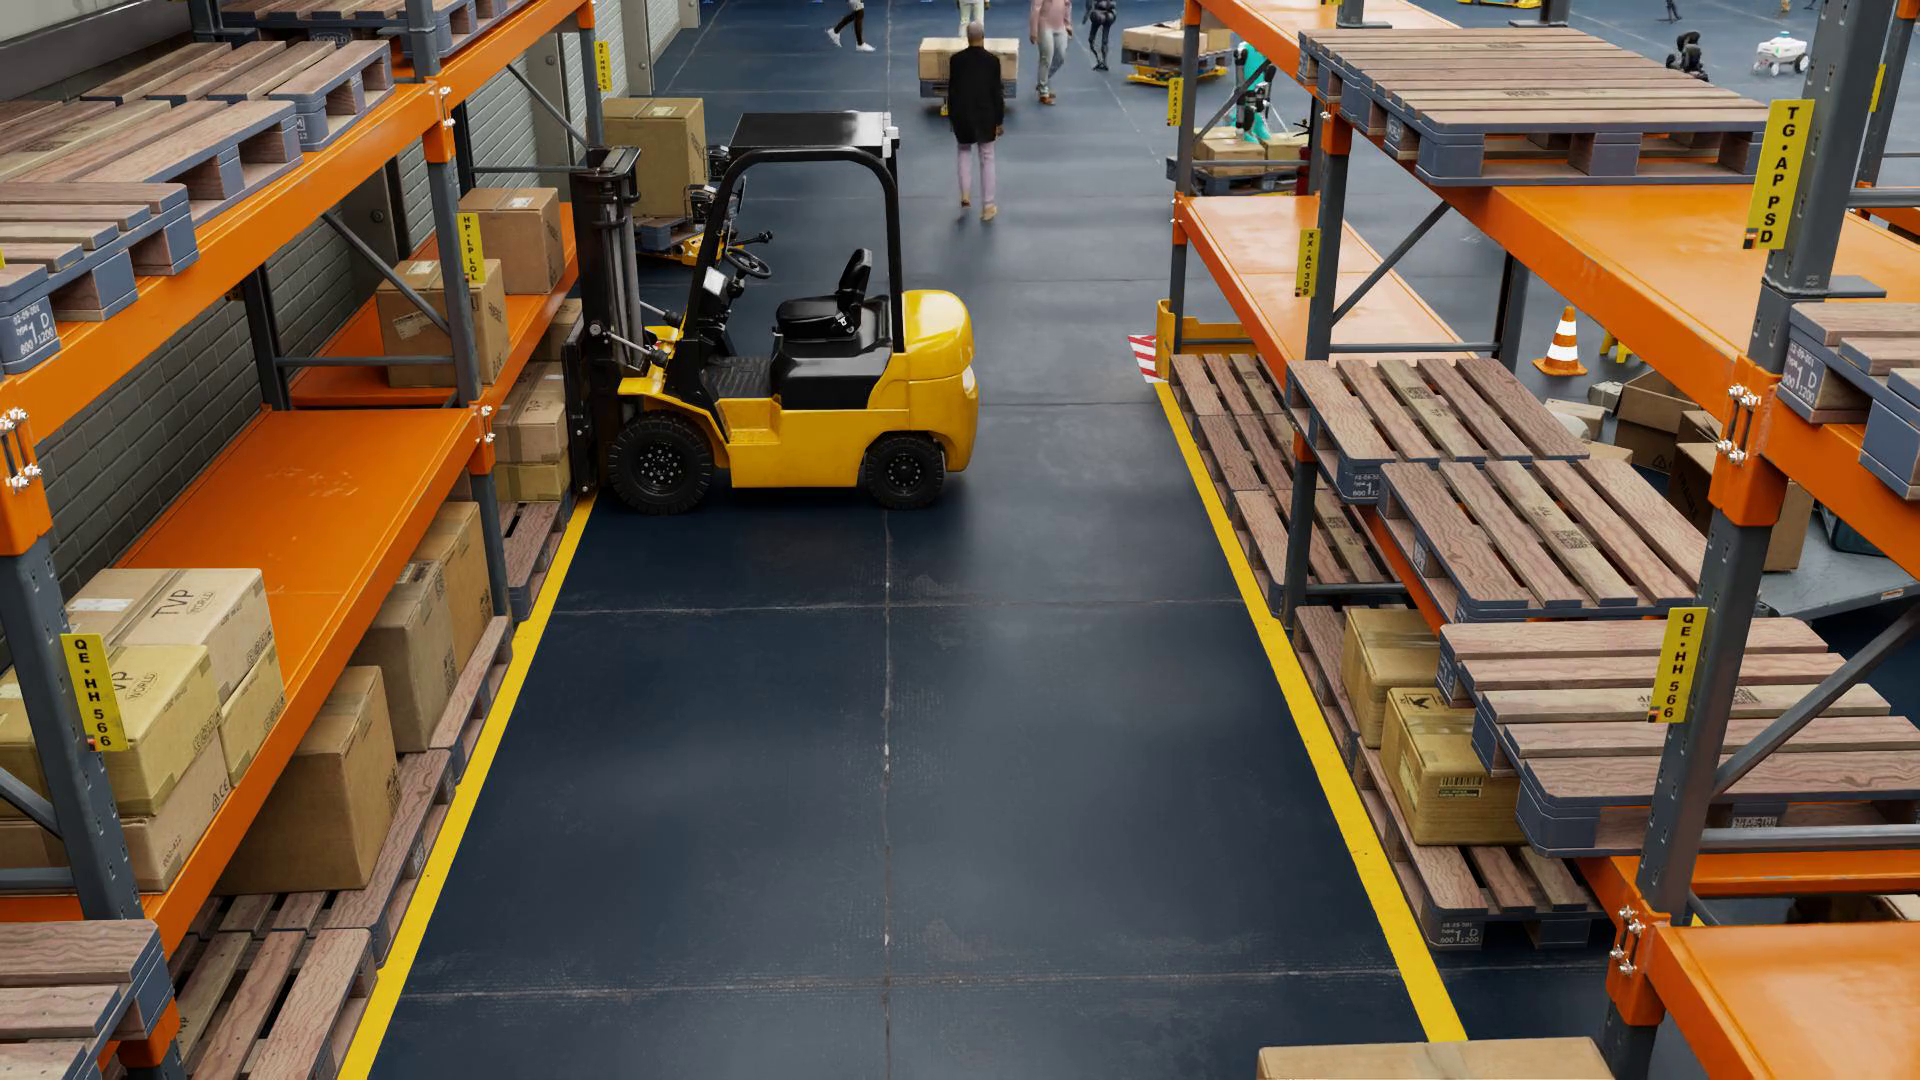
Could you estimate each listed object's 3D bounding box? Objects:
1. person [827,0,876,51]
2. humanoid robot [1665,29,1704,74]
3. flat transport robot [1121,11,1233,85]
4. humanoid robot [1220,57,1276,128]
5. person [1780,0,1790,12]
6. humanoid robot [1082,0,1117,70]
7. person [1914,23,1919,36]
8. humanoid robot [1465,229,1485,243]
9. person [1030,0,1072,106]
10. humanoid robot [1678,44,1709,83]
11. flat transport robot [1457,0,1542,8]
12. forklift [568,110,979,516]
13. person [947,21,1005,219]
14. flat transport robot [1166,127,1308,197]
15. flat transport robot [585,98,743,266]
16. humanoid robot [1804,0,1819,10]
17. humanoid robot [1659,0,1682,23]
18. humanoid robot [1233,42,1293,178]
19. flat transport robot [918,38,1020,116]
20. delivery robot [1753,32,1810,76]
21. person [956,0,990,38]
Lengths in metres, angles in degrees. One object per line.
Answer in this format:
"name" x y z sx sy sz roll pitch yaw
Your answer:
"person" -1.647 -8.329 25.053 0.655 1.875 0.557 2 25 4
"humanoid robot" 7.303 -4.351 16.872 0.449 1.637 0.608 -10 27 -19
"flat transport robot" 3.021 -6.515 23.100 0.659 0.231 1.431 23 34 40
"humanoid robot" 2.969 -4.642 17.445 0.684 1.822 0.538 -5 26 -11
"person" 14.460 -10.090 28.814 0.524 1.866 0.823 17 30 32
"humanoid robot" 2.022 -7.505 23.555 0.602 1.643 0.379 -19 31 -34
"person" 15.476 -8.817 26.236 0.525 1.754 0.378 -1 25 -2
"humanoid robot" 4.980 -3.460 14.940 0.842 1.787 0.540 16 29 30
"person" 1.094 -6.526 21.208 0.673 1.907 0.616 -20 32 -36
"humanoid robot" 6.841 -3.948 16.029 0.610 1.645 0.551 -7 26 -14
"flat transport robot" 9.760 -9.784 30.022 1.431 0.231 0.659 21 33 38
"forklift" -1.043 -1.379 9.976 2.313 2.155 1.214 -1 25 -2
"person" 0.153 -4.054 16.061 0.572 1.827 0.586 4 26 8
"flat transport robot" 2.841 -3.478 16.669 0.659 0.231 1.431 -10 27 -20
"flat transport robot" -2.746 -2.729 15.082 1.431 0.231 0.659 12 28 24
"humanoid robot" 15.362 -10.092 29.077 0.777 1.620 0.607 17 30 32
"humanoid robot" 11.968 -9.520 27.815 0.426 1.637 0.587 2 25 3
"humanoid robot" 2.985 -4.073 16.233 0.686 1.808 0.535 17 30 31
"flat transport robot" 0.123 -5.630 21.226 0.659 0.231 1.431 1 25 3
"delivery robot" 11.634 -6.893 23.547 0.753 0.579 0.499 -15 29 -29
"person" 0.194 -7.980 24.475 0.566 1.743 0.346 10 27 20
